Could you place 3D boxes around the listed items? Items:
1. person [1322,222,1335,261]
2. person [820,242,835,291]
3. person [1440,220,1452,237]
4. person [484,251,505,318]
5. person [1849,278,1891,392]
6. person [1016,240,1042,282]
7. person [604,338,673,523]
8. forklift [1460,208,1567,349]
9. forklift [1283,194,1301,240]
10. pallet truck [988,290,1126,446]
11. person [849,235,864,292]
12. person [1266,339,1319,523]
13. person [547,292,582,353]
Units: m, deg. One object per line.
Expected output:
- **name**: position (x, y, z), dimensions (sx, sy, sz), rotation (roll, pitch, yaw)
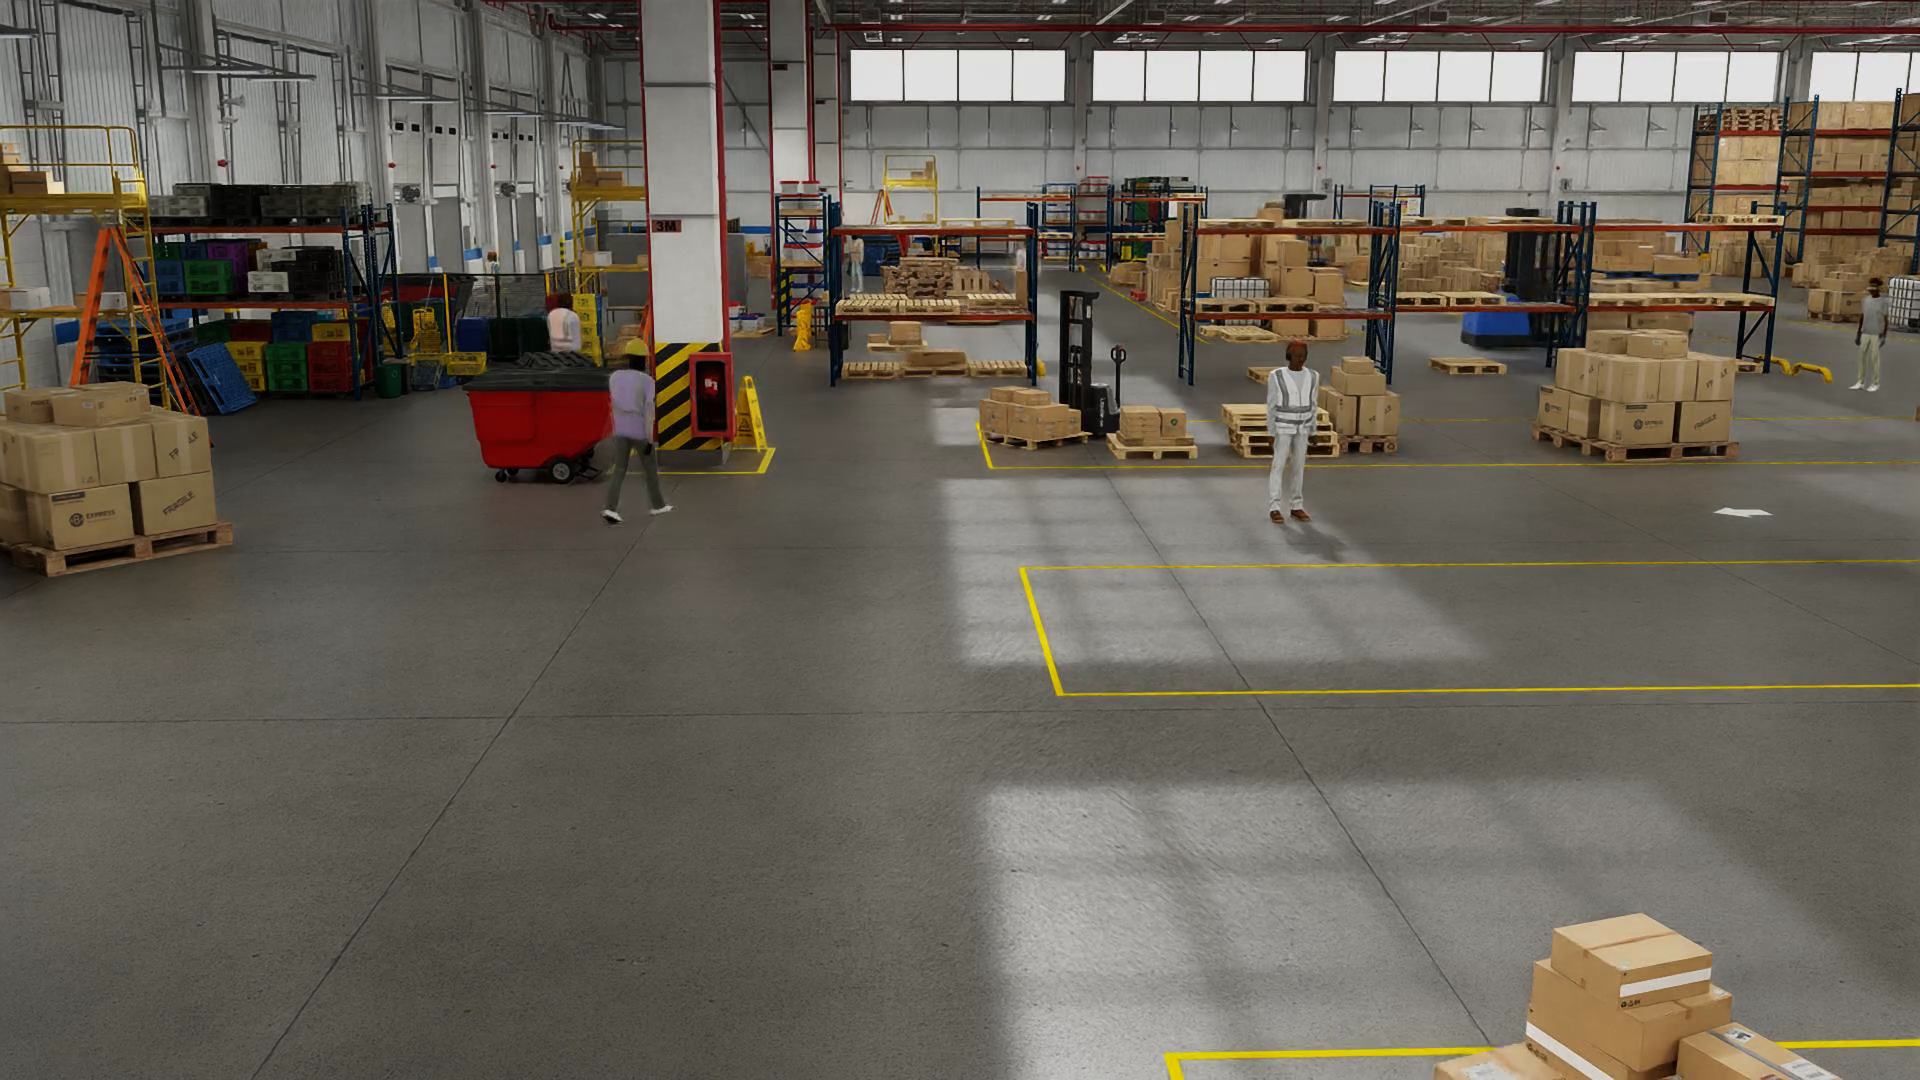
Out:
- **person**: position (12.725, -9.988, 57.054), dimensions (0.642, 1.908, 0.936), rotation (3, 13, 14)
- **person**: position (-3.659, -7.290, 45.416), dimensions (0.865, 1.661, 0.530), rotation (-10, 16, -37)
- **person**: position (16.796, -10.072, 57.413), dimensions (0.551, 1.916, 0.790), rotation (-6, 14, -26)
- **person**: position (-11.479, -6.270, 40.878), dimensions (0.522, 1.631, 0.324), rotation (10, 16, 39)
- **person**: position (14.930, -3.363, 27.238), dimensions (0.324, 1.858, 0.530), rotation (-7, 14, -27)
- **person**: position (1.778, -6.697, 42.131), dimensions (0.655, 1.921, 0.668), rotation (-3, 13, -12)
- **person**: position (-3.369, -1.125, 17.083), dimensions (0.604, 1.887, 0.967), rotation (6, 14, 23)
- **forklift**: position (11.294, -5.309, 33.691), dimensions (1.873, 2.768, 1.129), rotation (0, 12, -2)
- **forklift**: position (10.908, -9.998, 54.864), dimensions (1.873, 2.768, 1.129), rotation (0, 12, -2)
- **pallet truck**: position (1.257, -2.299, 22.111), dimensions (1.885, 1.965, 0.823), rotation (-9, 15, -35)
- **person**: position (-3.085, -8.353, 49.641), dimensions (0.411, 1.913, 0.625), rotation (-10, 16, -38)
- **person**: position (3.400, -1.114, 17.018), dimensions (0.575, 1.884, 0.355), rotation (-4, 13, -17)
- **person**: position (-5.742, -2.746, 24.529), dimensions (0.654, 1.820, 0.594), rotation (8, 15, 33)
